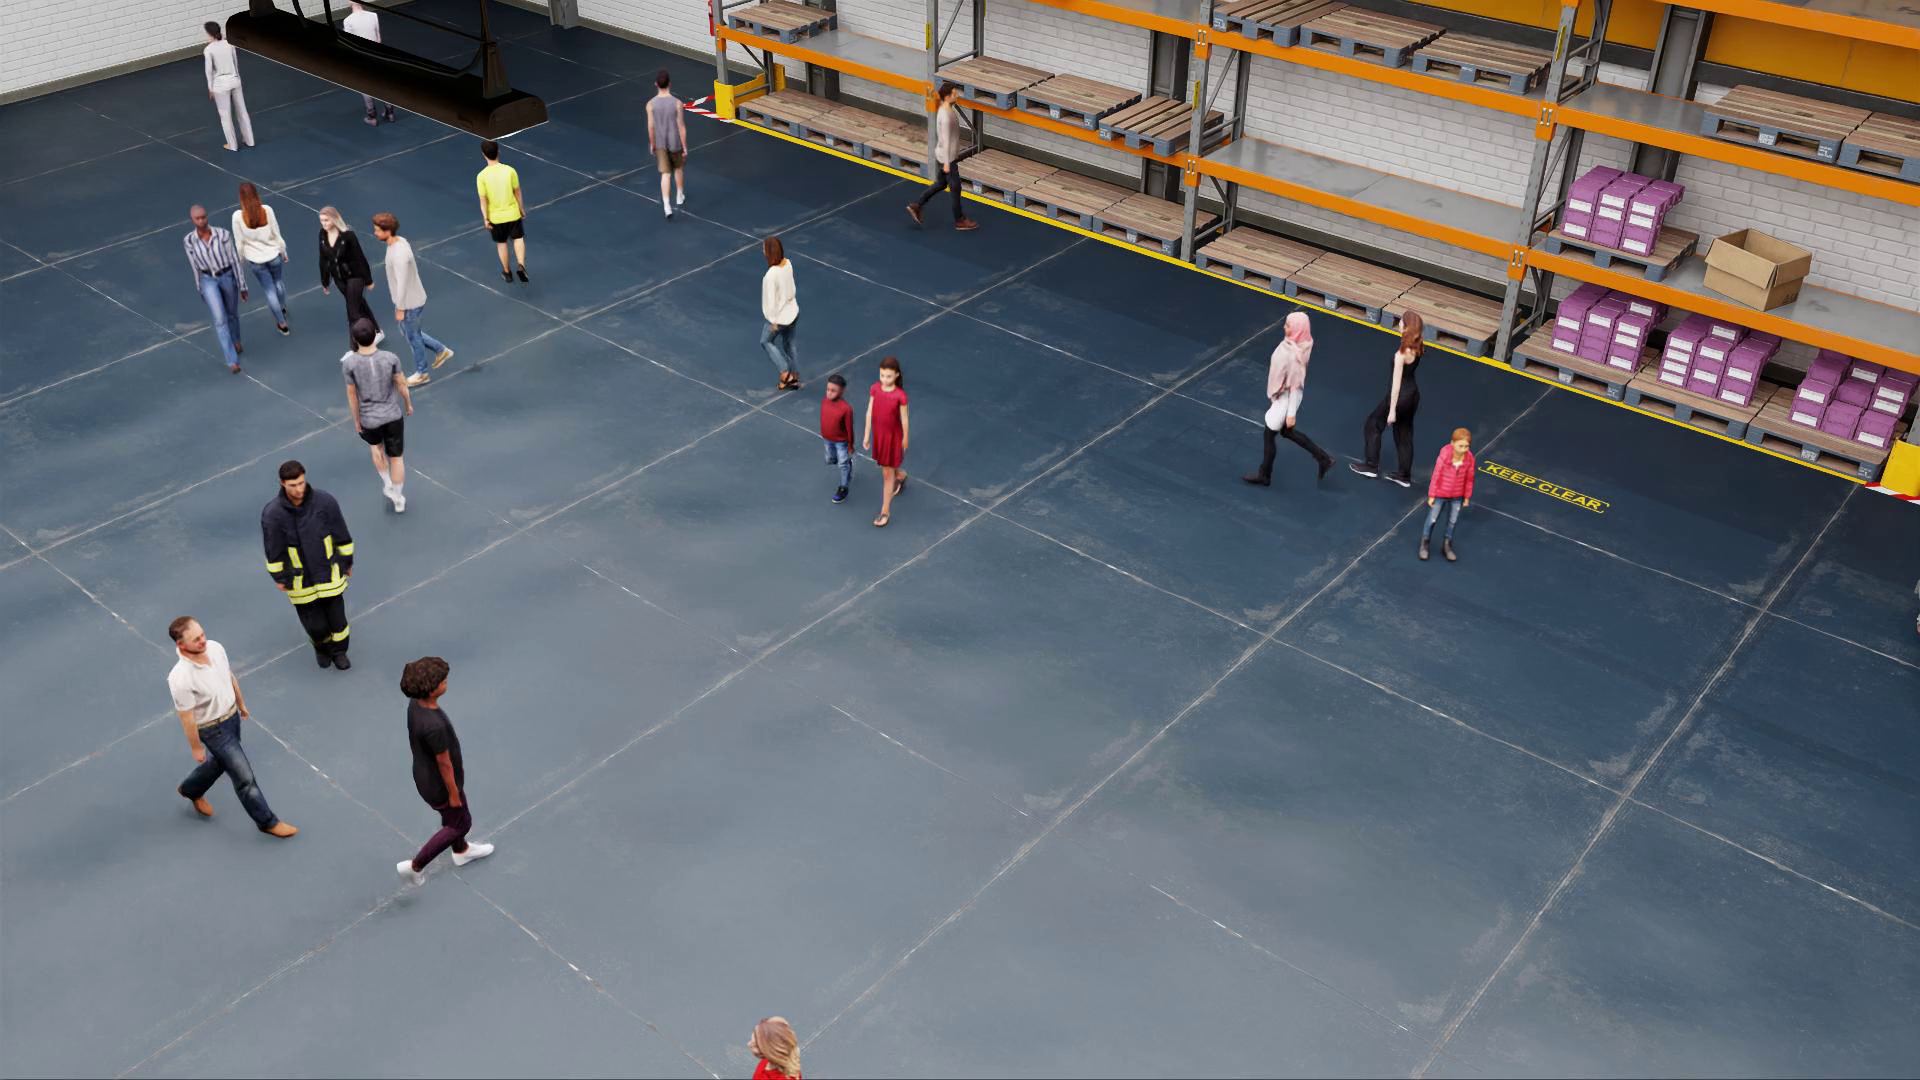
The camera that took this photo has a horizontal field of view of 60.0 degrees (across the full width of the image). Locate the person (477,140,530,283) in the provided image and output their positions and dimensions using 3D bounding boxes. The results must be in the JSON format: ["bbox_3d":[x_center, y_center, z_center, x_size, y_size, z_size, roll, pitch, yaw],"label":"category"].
[{"bbox_3d":[-5.167,-3.695,18.911,0.862,1.697,0.968,-11,35,-17],"label":"person"}]

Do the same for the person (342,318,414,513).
[{"bbox_3d":[-5.151,-1.061,14.807,0.824,1.853,0.875,-10,35,-15],"label":"person"}]

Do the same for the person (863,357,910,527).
[{"bbox_3d":[-0.631,-0.976,14.974,1.008,1.527,0.737,16,37,23],"label":"person"}]

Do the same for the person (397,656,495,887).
[{"bbox_3d":[-3.495,1.553,10.951,0.848,1.768,0.920,-21,39,-29],"label":"person"}]

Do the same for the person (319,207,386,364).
[{"bbox_3d":[-6.389,-2.767,17.557,1.075,1.650,0.931,9,35,14],"label":"person"}]

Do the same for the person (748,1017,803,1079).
[{"bbox_3d":[-0.898,3.094,8.690,0.741,1.704,0.665,-5,34,-8],"label":"person"}]

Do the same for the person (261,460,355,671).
[{"bbox_3d":[-5.052,0.163,12.910,0.880,1.915,0.805,-20,38,-27],"label":"person"}]

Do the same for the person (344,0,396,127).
[{"bbox_3d":[-8.335,-6.796,23.455,0.690,1.831,0.646,-24,41,-32],"label":"person"}]

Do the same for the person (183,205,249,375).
[{"bbox_3d":[-7.694,-2.651,17.304,0.953,1.738,1.304,-17,37,-24],"label":"person"}]

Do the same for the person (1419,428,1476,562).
[{"bbox_3d":[4.198,-0.404,14.308,0.571,1.311,0.655,3,34,4],"label":"person"}]

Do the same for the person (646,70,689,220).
[{"bbox_3d":[-3.639,-4.899,20.742,1.140,1.816,1.199,-2,34,-4],"label":"person"}]

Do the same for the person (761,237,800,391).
[{"bbox_3d":[-1.720,-2.249,16.761,0.637,1.668,0.659,17,37,24],"label":"person"}]

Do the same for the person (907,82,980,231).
[{"bbox_3d":[-0.243,-4.630,20.185,1.201,1.845,1.115,-1,34,-2],"label":"person"}]

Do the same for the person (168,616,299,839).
[{"bbox_3d":[-5.150,1.256,11.348,1.279,1.823,1.036,7,34,11],"label":"person"}]

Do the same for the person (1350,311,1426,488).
[{"bbox_3d":[4.112,-1.247,15.201,0.779,1.727,0.620,24,41,32],"label":"person"}]

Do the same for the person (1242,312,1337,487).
[{"bbox_3d":[3.076,-1.245,15.146,1.174,1.785,0.966,6,34,9],"label":"person"}]

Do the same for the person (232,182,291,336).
[{"bbox_3d":[-7.454,-2.992,17.882,0.835,1.664,1.042,-18,38,-25],"label":"person"}]

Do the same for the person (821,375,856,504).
[{"bbox_3d":[-1.084,-0.973,15.221,0.625,1.249,0.602,19,38,26],"label":"person"}]

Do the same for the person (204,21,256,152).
[{"bbox_3d":[-9.973,-6.187,22.624,0.587,1.737,0.651,26,41,33],"label":"person"}]

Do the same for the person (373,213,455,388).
[{"bbox_3d":[-5.501,-2.441,16.853,0.916,1.886,0.893,-13,36,-19],"label":"person"}]
